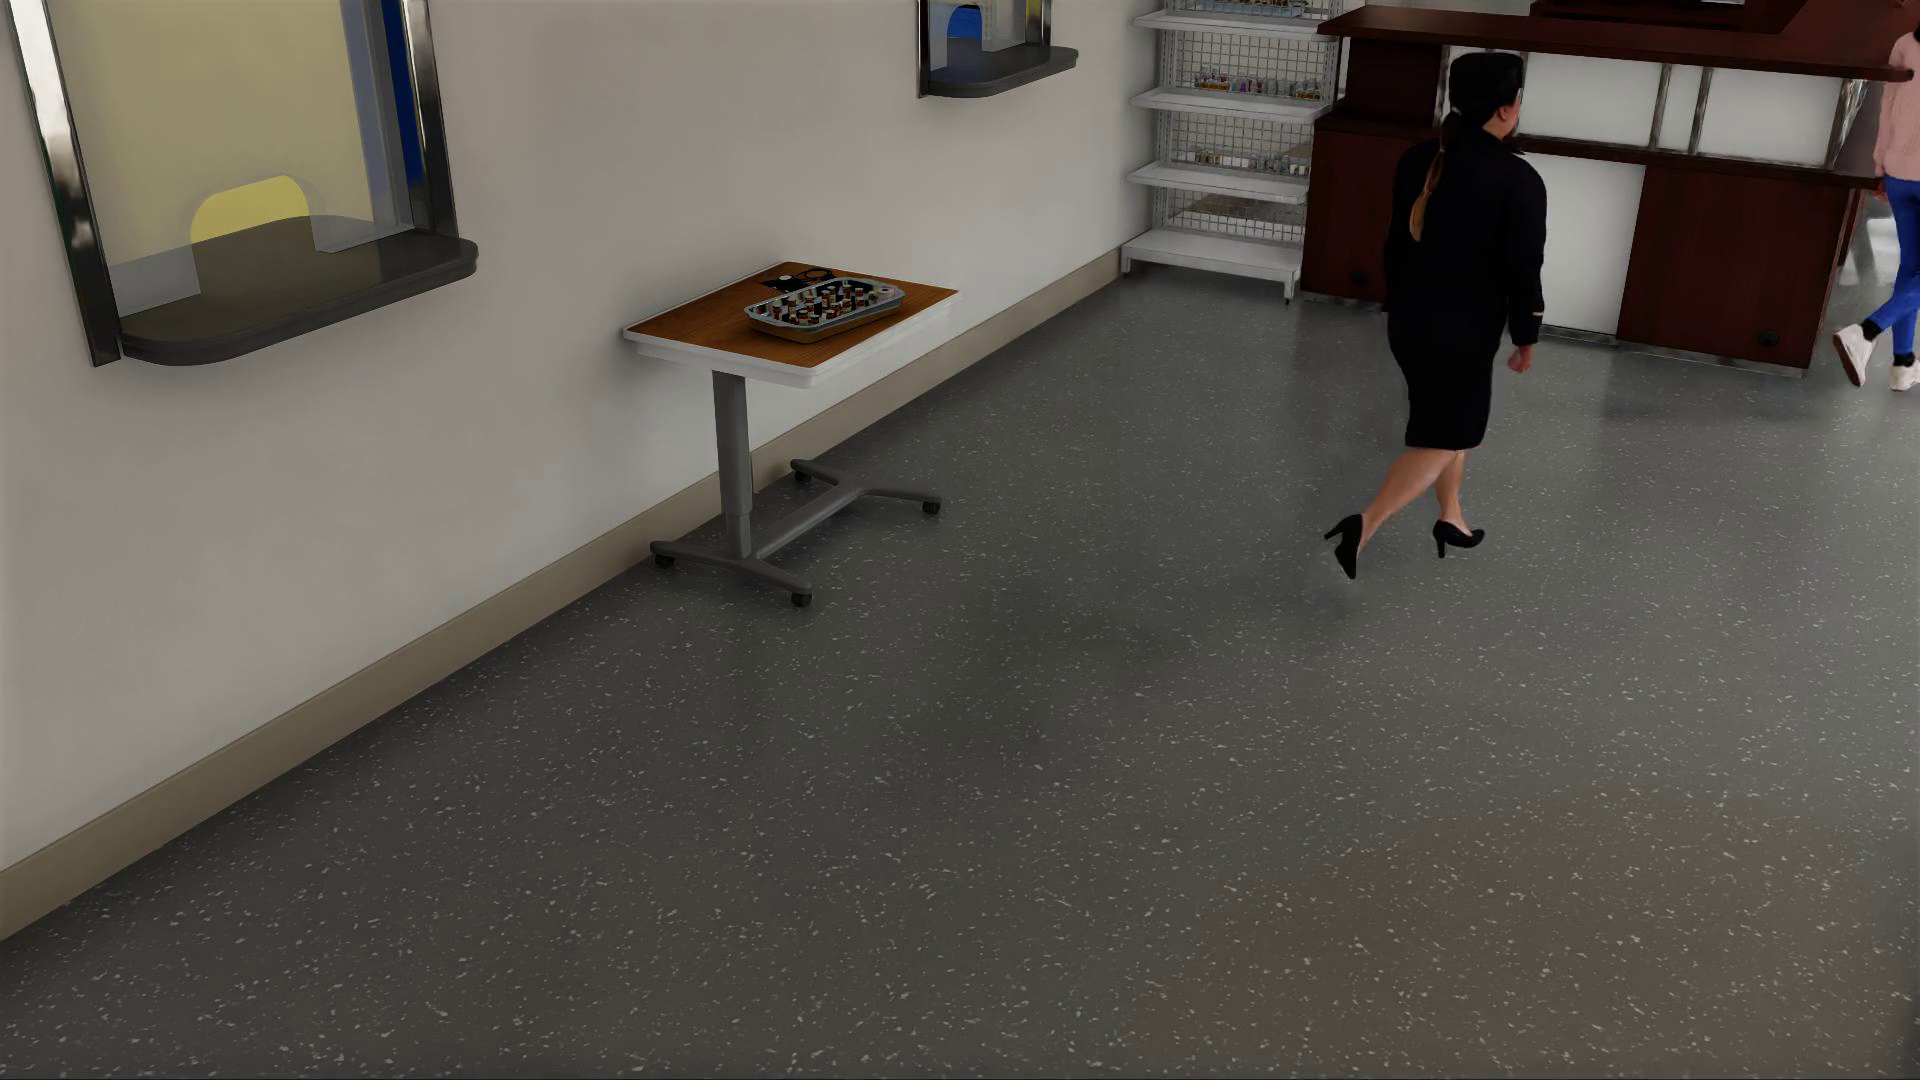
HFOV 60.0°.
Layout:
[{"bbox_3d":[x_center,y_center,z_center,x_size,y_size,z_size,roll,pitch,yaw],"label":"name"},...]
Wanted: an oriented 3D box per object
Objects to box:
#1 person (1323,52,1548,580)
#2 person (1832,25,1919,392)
[{"bbox_3d":[1.452,-0.613,5.094,1.046,1.646,1.097,-16,30,-30],"label":"person"},{"bbox_3d":[3.794,-1.396,6.612,0.987,1.737,0.998,-12,28,-24],"label":"person"}]
